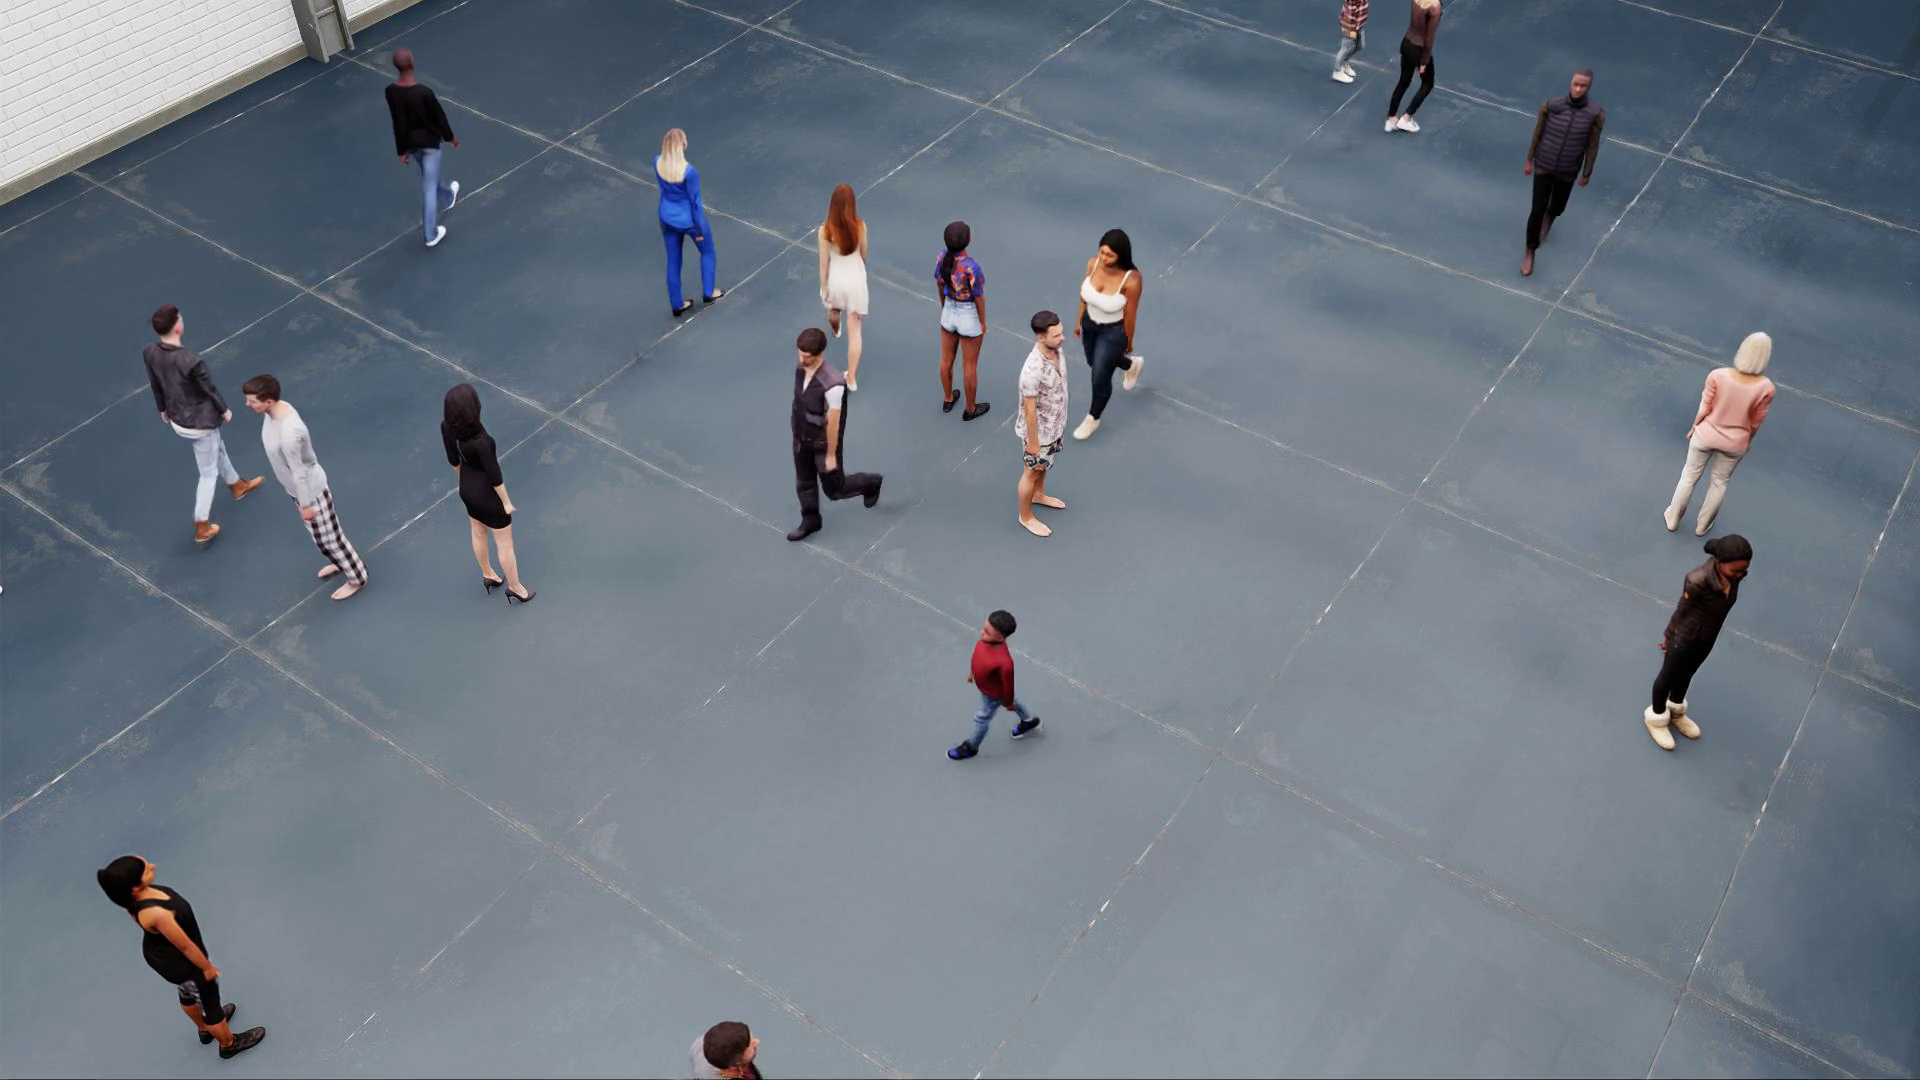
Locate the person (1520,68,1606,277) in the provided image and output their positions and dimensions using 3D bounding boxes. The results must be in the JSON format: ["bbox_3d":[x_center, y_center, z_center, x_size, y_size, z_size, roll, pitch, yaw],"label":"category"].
[{"bbox_3d":[5.119,-3.205,14.209,0.881,1.812,1.190,15,46,15],"label":"person"}]

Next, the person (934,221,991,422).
[{"bbox_3d":[0.004,-1.678,12.658,0.579,1.741,0.501,26,50,25],"label":"person"}]

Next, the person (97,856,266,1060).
[{"bbox_3d":[-4.088,2.163,8.686,0.572,1.659,0.494,26,50,25],"label":"person"}]

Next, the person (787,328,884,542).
[{"bbox_3d":[-0.894,-0.745,11.617,1.059,1.825,0.798,-29,51,-27],"label":"person"}]

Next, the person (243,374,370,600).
[{"bbox_3d":[-4.400,-0.378,11.221,0.709,1.841,0.706,-24,48,-23],"label":"person"}]

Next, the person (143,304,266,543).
[{"bbox_3d":[-5.411,-0.785,11.665,0.800,1.818,1.080,15,46,15],"label":"person"}]

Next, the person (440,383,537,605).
[{"bbox_3d":[-3.199,-0.293,11.156,0.588,1.807,0.476,26,50,25],"label":"person"}]

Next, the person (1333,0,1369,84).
[{"bbox_3d":[3.881,-5.218,16.700,0.587,1.292,0.424,22,48,21],"label":"person"}]

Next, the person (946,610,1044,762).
[{"bbox_3d":[0.280,0.865,10.349,0.926,1.244,0.839,-10,44,-10],"label":"person"}]

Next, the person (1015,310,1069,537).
[{"bbox_3d":[0.571,-0.860,11.746,0.767,1.816,0.574,17,46,17],"label":"person"}]

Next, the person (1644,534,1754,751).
[{"bbox_3d":[4.552,0.578,10.347,0.685,1.661,0.740,-7,44,-7],"label":"person"}]

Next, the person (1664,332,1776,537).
[{"bbox_3d":[5.349,-0.737,11.681,0.645,1.726,0.594,16,46,16],"label":"person"}]

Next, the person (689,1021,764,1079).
[{"bbox_3d":[-1.089,2.843,7.827,0.916,1.859,0.861,-17,46,-17],"label":"person"}]

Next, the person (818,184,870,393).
[{"bbox_3d":[-0.871,-1.928,12.987,1.066,1.649,1.162,-6,44,-7],"label":"person"}]

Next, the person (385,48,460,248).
[{"bbox_3d":[-4.697,-3.364,14.456,0.895,1.703,1.180,9,44,9],"label":"person"}]

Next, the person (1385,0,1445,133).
[{"bbox_3d":[4.264,-4.624,15.789,0.753,1.688,0.725,-17,46,-17],"label":"person"}]

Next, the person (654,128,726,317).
[{"bbox_3d":[-2.331,-2.547,13.611,0.694,1.685,0.753,18,47,18],"label":"person"}]

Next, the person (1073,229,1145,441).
[{"bbox_3d":[1.170,-1.622,12.569,1.151,1.783,0.796,-32,52,-29],"label":"person"}]
